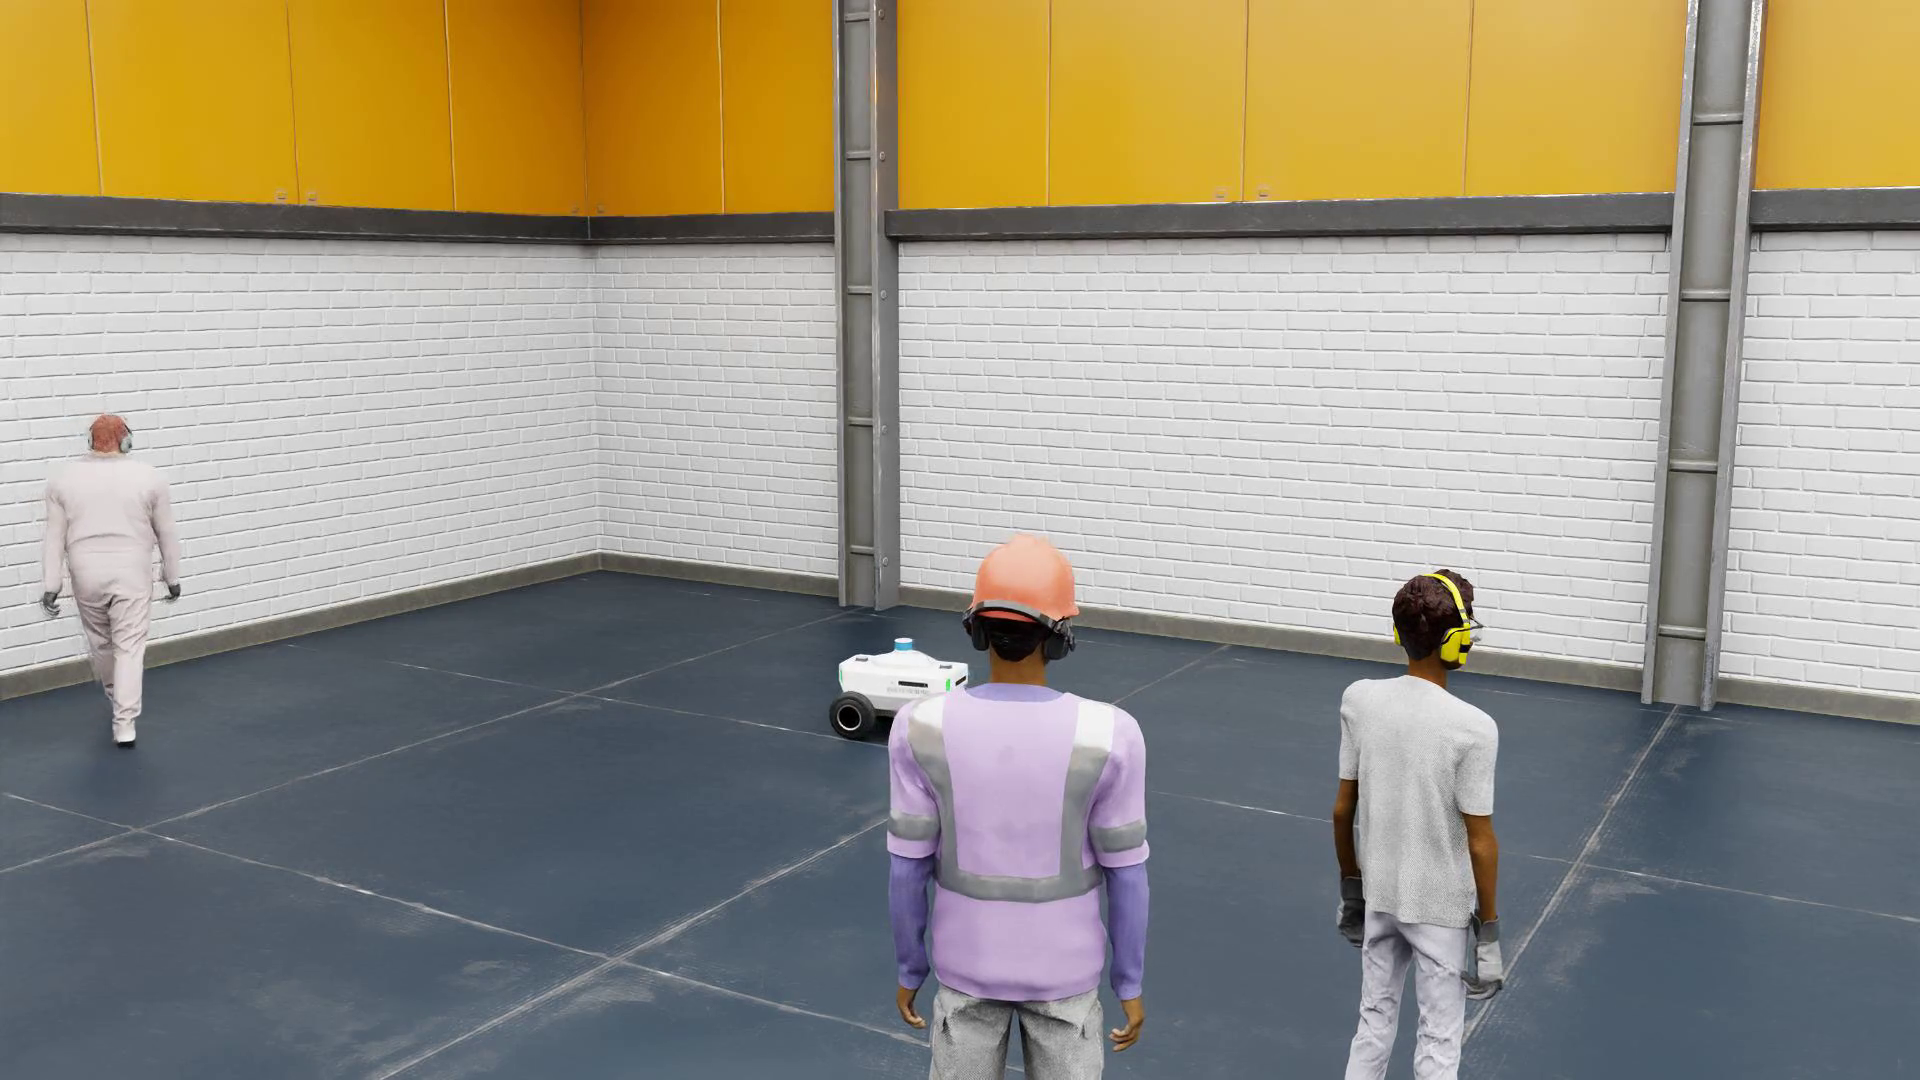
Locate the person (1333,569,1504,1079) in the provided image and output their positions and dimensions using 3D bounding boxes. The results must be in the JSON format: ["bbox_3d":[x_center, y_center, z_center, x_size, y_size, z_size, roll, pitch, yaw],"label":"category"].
[{"bbox_3d":[1.245,1.007,4.499,0.322,1.861,0.530,-7,12,-39],"label":"person"}]

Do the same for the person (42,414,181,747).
[{"bbox_3d":[-4.848,0.206,9.553,0.708,1.843,1.031,-3,9,-16],"label":"person"}]

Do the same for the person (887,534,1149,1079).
[{"bbox_3d":[0.141,0.999,3.975,0.614,2.042,0.373,2,9,10],"label":"person"}]

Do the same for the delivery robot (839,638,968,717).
[{"bbox_3d":[-0.320,0.806,9.519,0.707,0.478,0.477,3,10,20],"label":"delivery robot"}]
